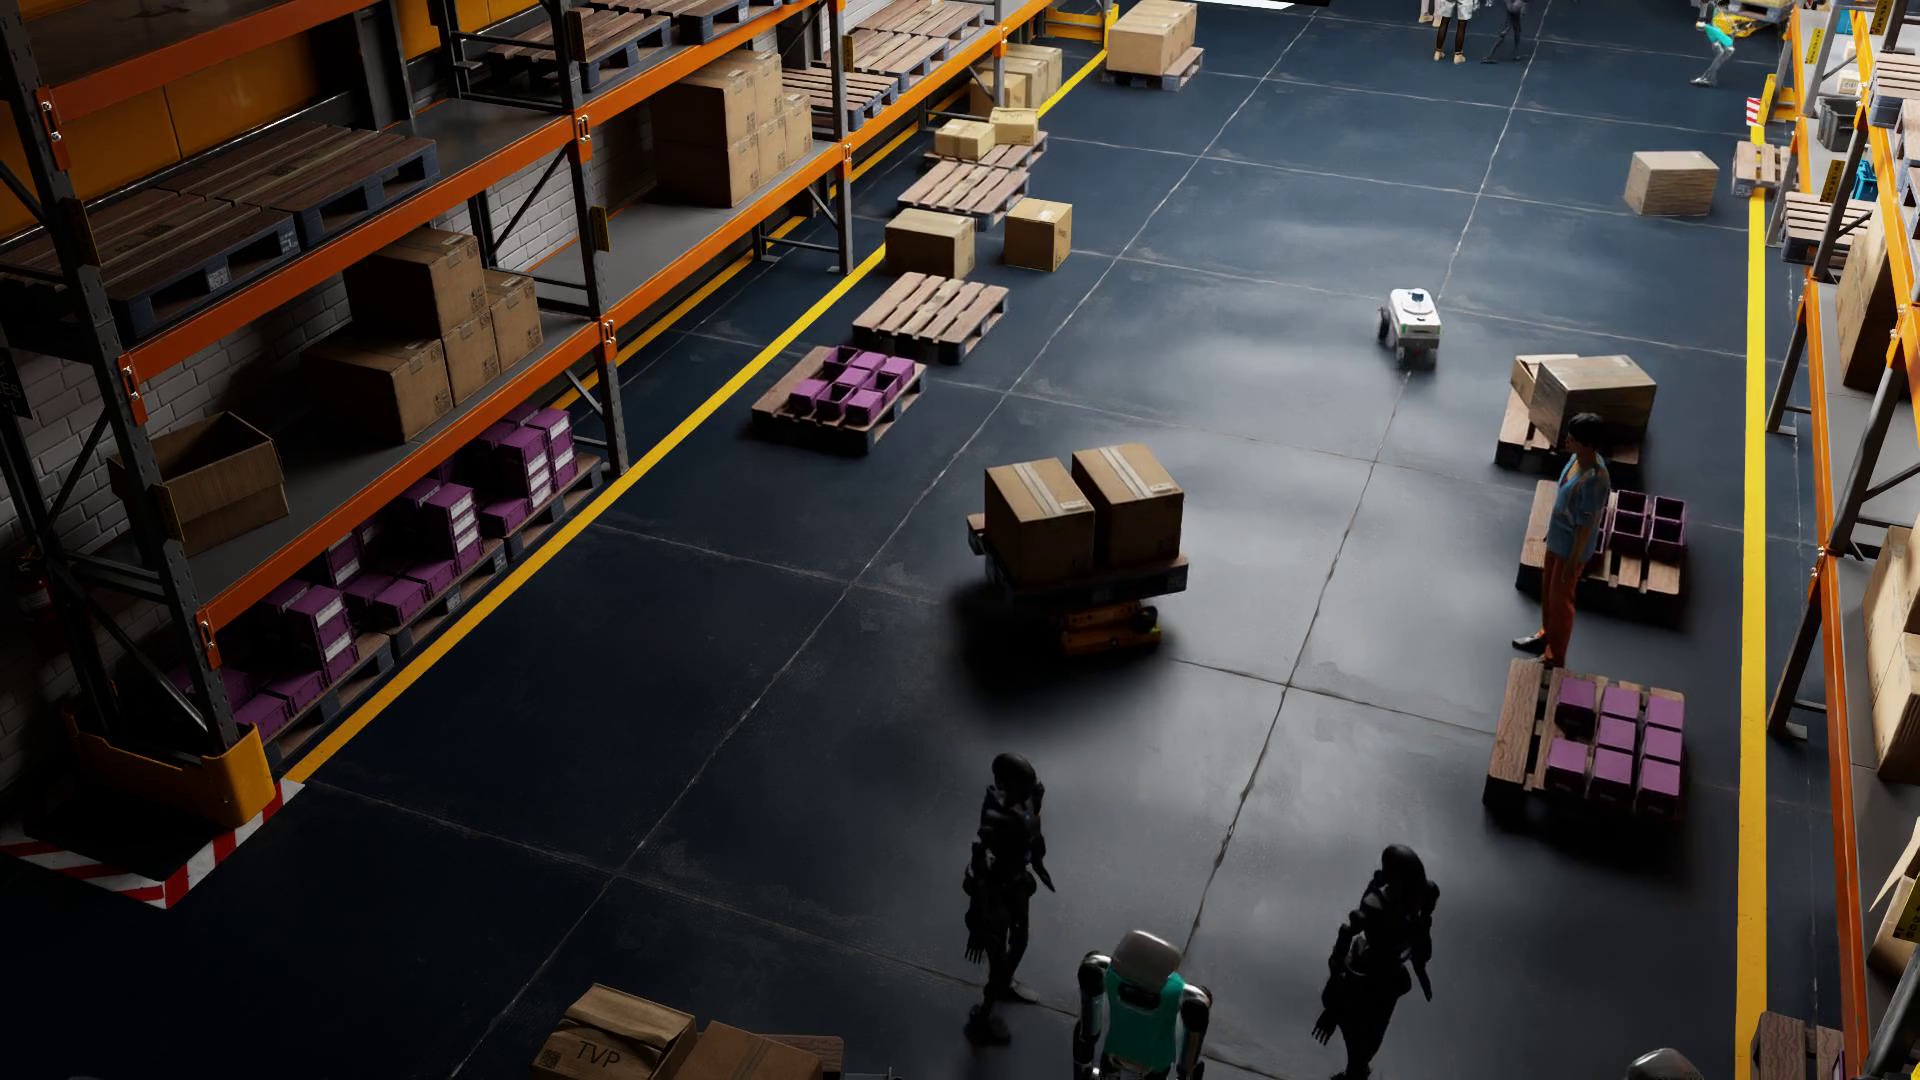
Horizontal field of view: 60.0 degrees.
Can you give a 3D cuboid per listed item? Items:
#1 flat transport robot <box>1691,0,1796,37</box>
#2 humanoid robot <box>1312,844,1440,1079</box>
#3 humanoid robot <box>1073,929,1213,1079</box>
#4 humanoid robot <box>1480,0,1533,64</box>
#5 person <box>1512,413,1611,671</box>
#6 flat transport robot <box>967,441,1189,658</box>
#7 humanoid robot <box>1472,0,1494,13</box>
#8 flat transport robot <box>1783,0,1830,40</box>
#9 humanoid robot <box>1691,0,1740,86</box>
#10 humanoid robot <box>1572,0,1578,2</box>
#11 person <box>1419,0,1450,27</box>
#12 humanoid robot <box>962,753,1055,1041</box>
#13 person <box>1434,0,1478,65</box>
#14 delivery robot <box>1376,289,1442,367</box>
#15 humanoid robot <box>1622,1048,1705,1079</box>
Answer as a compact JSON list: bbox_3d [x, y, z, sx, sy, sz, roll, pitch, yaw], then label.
[{"bbox_3d":[10.682,-7.124,22.617,1.431,0.231,0.659,-27,41,-35],"label":"flat transport robot"},{"bbox_3d":[1.820,1.942,7.296,0.610,1.650,0.311,-17,36,-24],"label":"humanoid robot"},{"bbox_3d":[0.621,2.374,6.577,0.530,1.809,0.660,14,35,20],"label":"humanoid robot"},{"bbox_3d":[6.984,-6.789,20.820,0.711,1.632,0.590,0,33,-1],"label":"humanoid robot"},{"bbox_3d":[3.714,0.021,10.189,0.327,1.759,0.502,3,33,4],"label":"person"},{"bbox_3d":[0.769,0.265,11.181,0.659,0.231,1.431,-10,34,-15],"label":"flat transport robot"},{"bbox_3d":[7.413,-8.209,22.952,0.555,1.771,0.842,21,38,29],"label":"humanoid robot"},{"bbox_3d":[11.375,-6.367,21.445,0.659,0.231,1.431,-8,34,-13],"label":"flat transport robot"},{"bbox_3d":[9.126,-6.250,20.011,0.798,1.876,0.545,18,37,25],"label":"humanoid robot"},{"bbox_3d":[8.841,-8.512,23.491,0.600,1.628,0.747,15,36,22],"label":"humanoid robot"},{"bbox_3d":[6.465,-7.814,22.291,0.306,1.781,0.462,-19,38,-27],"label":"person"},{"bbox_3d":[0.207,1.640,7.755,0.315,1.652,0.616,20,38,28],"label":"humanoid robot"},{"bbox_3d":[6.265,-6.842,20.868,0.533,1.692,0.320,22,39,30],"label":"person"},{"bbox_3d":[3.872,-1.853,14.213,0.499,0.612,0.815,2,33,3],"label":"delivery robot"},{"bbox_3d":[2.561,2.672,6.102,0.541,1.790,0.668,-22,39,-30],"label":"humanoid robot"}]
